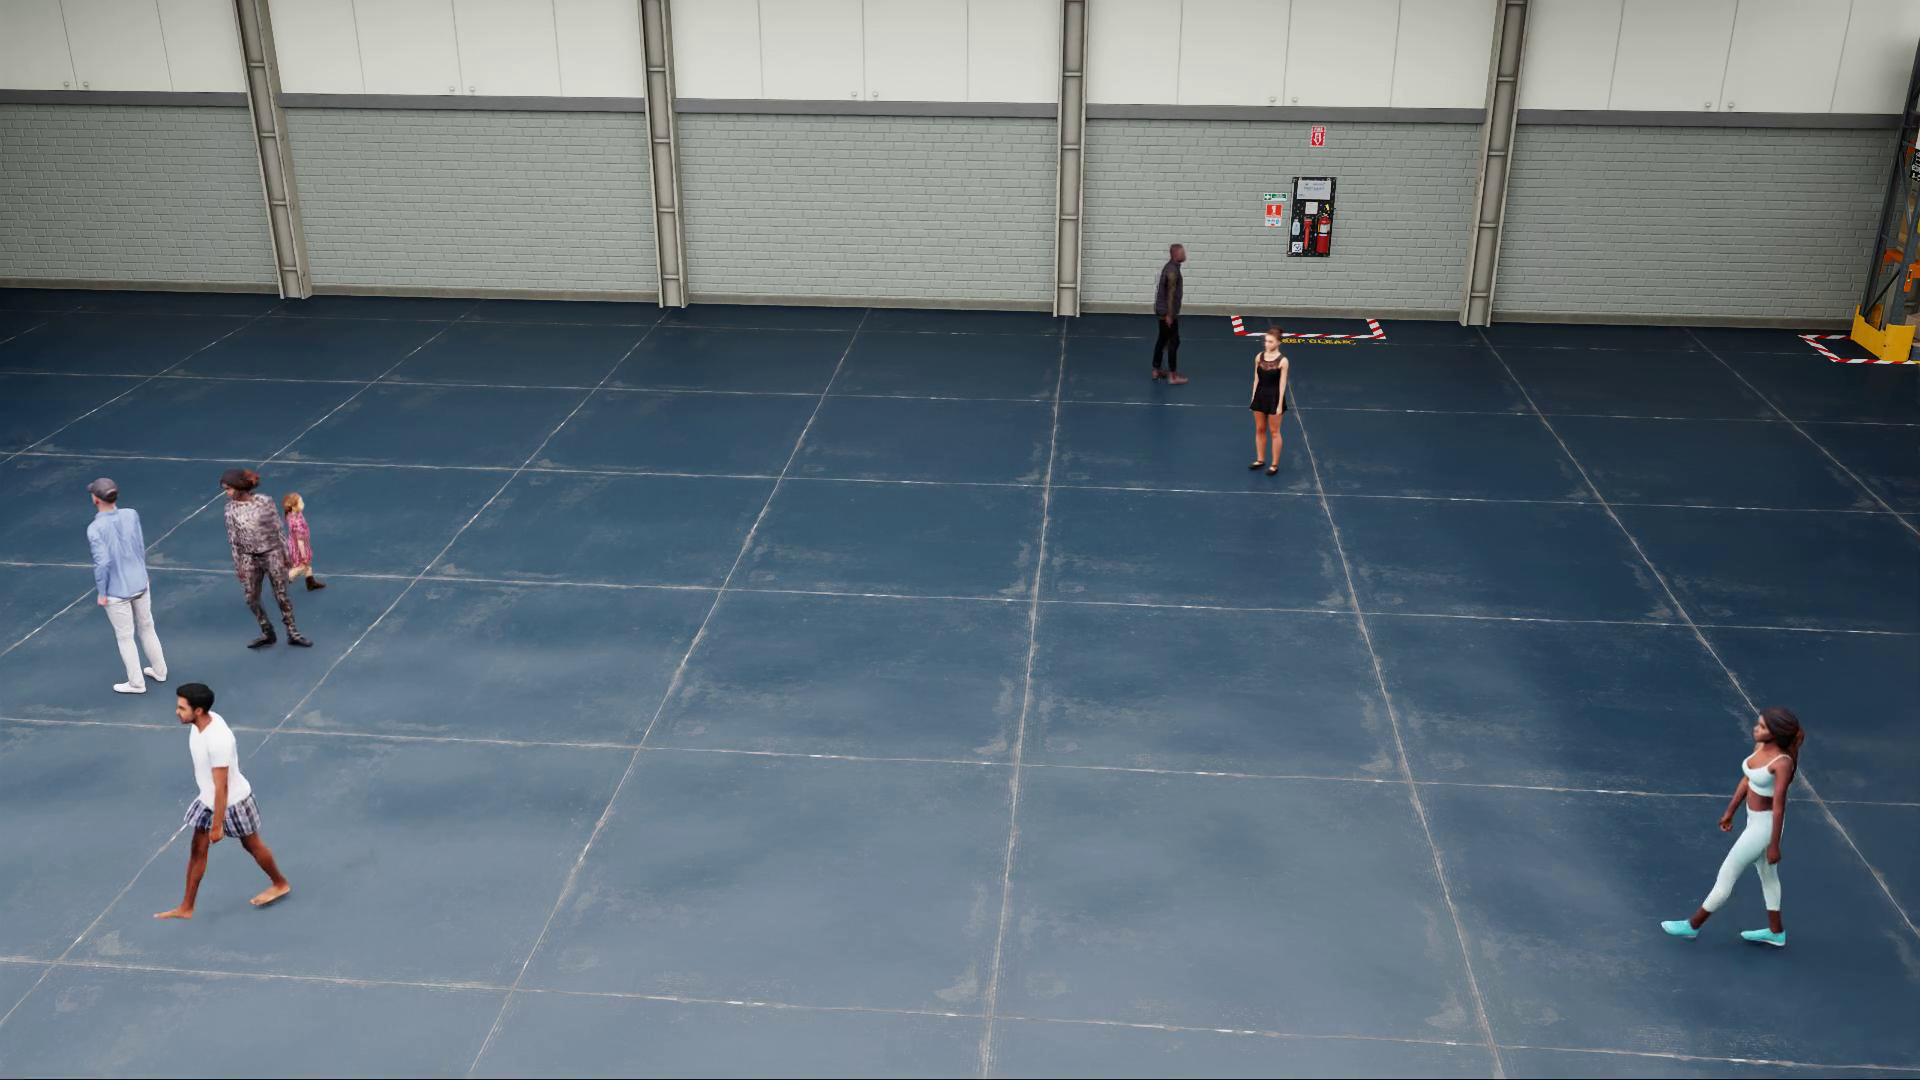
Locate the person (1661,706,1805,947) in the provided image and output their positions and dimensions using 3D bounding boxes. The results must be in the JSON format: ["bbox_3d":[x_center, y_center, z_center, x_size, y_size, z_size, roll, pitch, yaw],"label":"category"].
[{"bbox_3d":[5.138,1.840,10.494,1.026,1.700,0.659,4,23,9],"label":"person"}]

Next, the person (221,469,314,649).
[{"bbox_3d":[-5.989,0.161,14.446,0.583,1.697,0.815,-10,25,-23],"label":"person"}]

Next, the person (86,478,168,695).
[{"bbox_3d":[-6.896,0.366,13.719,0.682,1.888,0.718,9,25,21],"label":"person"}]

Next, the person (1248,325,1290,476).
[{"bbox_3d":[3.455,-1.570,18.538,0.671,1.679,0.743,21,31,40],"label":"person"}]

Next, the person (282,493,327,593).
[{"bbox_3d":[-6.237,0.045,15.589,0.720,1.015,0.636,-15,27,-32],"label":"person"}]

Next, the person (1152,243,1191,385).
[{"bbox_3d":[2.687,-2.950,21.595,0.684,1.827,0.740,-1,23,-3],"label":"person"}]

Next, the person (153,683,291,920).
[{"bbox_3d":[-4.721,1.684,10.873,1.143,1.690,1.108,-20,30,-39],"label":"person"}]
